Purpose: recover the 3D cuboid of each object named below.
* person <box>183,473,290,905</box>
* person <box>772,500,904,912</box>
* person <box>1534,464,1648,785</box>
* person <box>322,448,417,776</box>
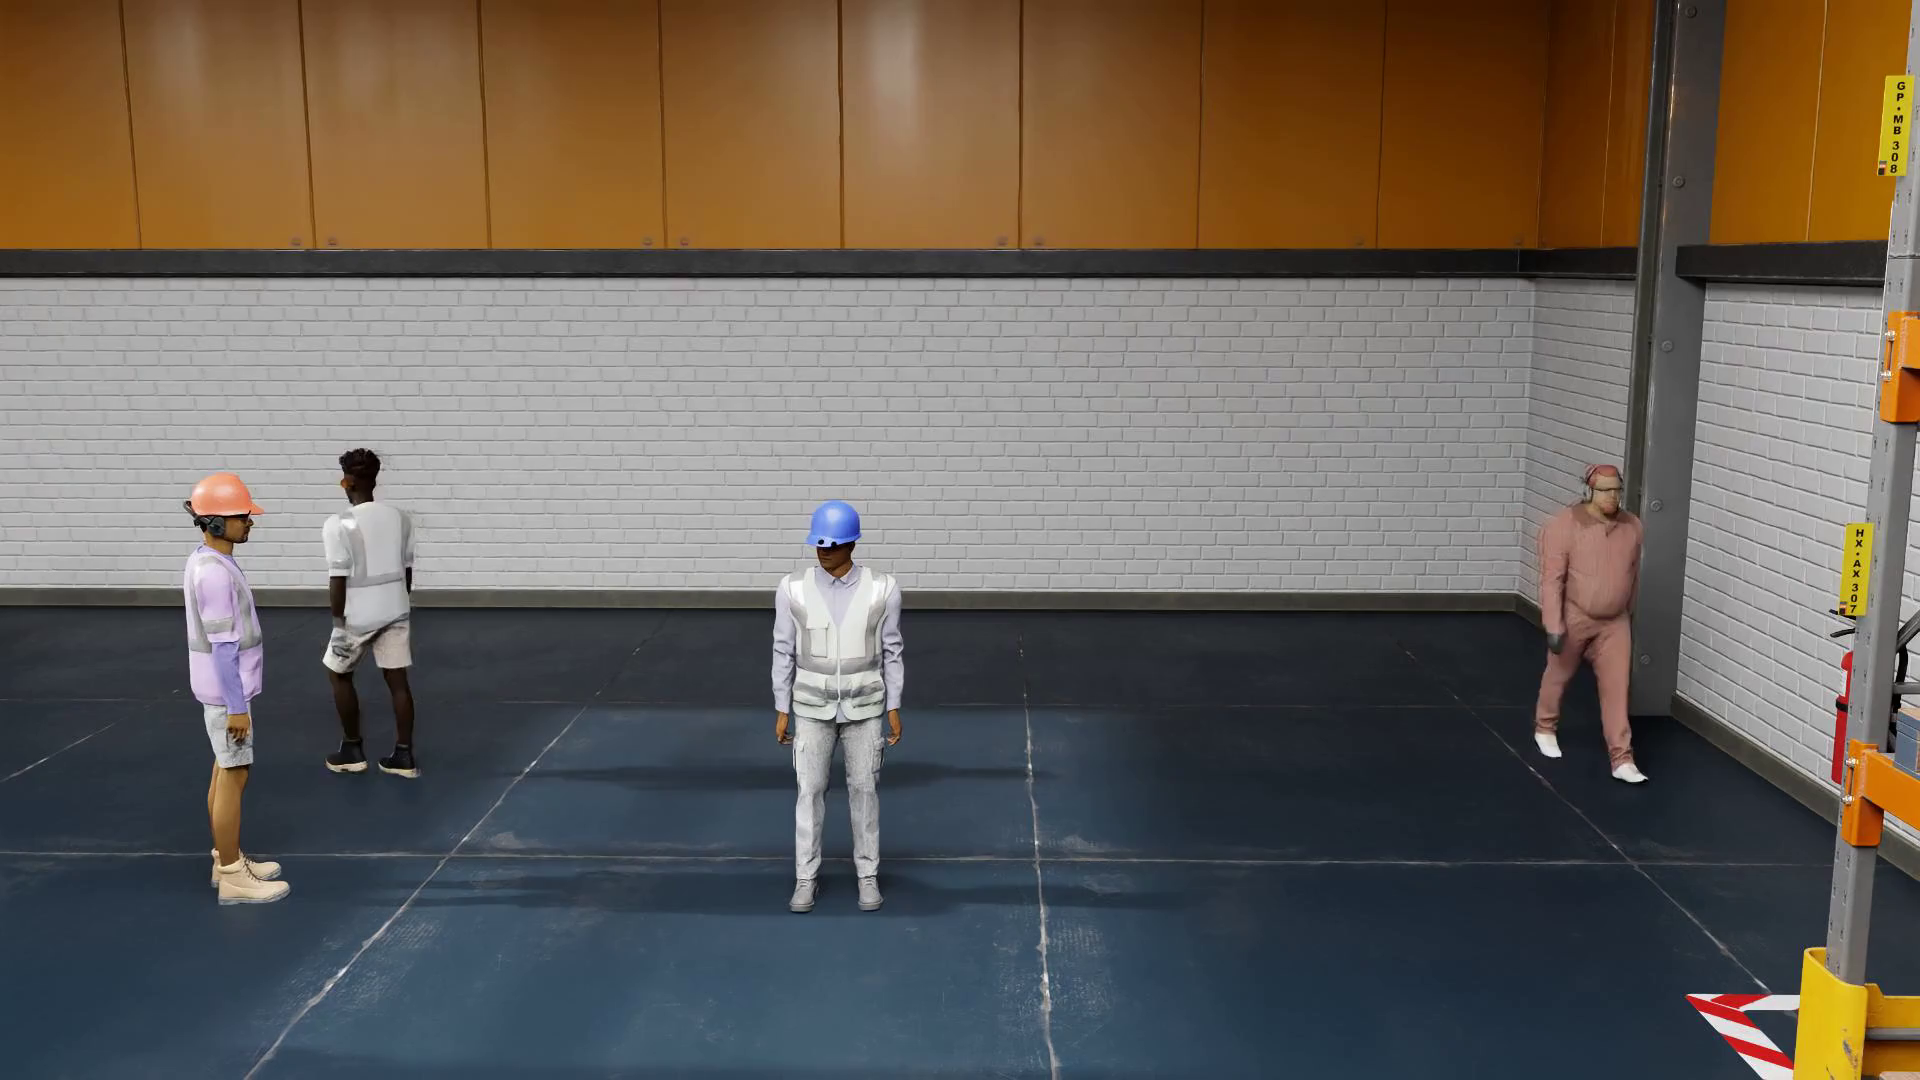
[{"bbox_3d":[-3.440,0.698,7.883,0.372,2.042,0.615,-5,11,-27],"label":"person"},{"bbox_3d":[-0.565,0.772,7.734,0.615,1.942,0.398,-1,9,-3],"label":"person"},{"bbox_3d":[3.737,0.467,9.861,0.664,1.851,1.013,-1,10,-7],"label":"person"},{"bbox_3d":[-3.514,0.426,9.810,0.727,1.936,0.631,6,11,34],"label":"person"}]
